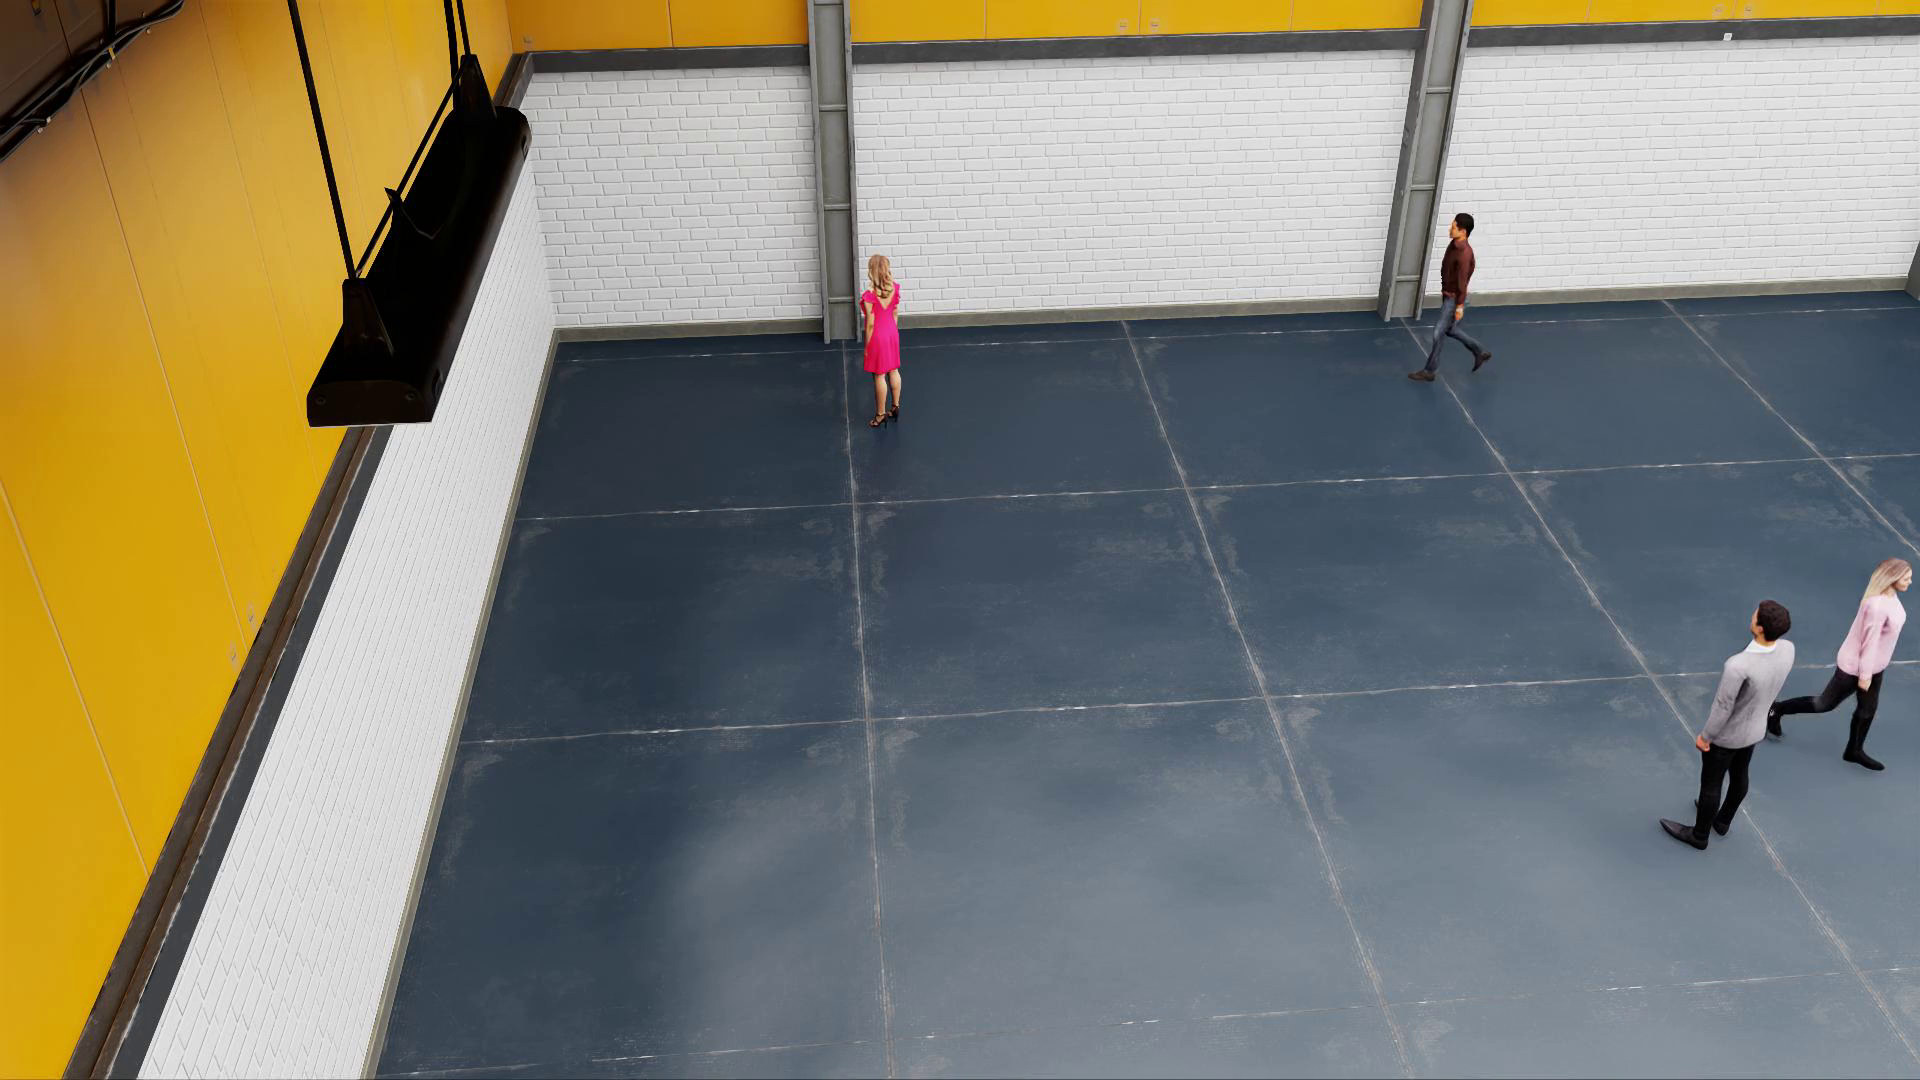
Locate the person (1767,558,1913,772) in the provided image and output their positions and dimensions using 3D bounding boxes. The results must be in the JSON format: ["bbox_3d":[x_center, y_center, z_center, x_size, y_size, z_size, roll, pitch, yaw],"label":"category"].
[{"bbox_3d":[6.155,0.827,11.553,1.098,1.663,1.081,28,43,35],"label":"person"}]

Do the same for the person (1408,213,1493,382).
[{"bbox_3d":[4.911,-2.339,16.231,1.072,1.757,0.729,1,34,1],"label":"person"}]

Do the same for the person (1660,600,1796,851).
[{"bbox_3d":[5.032,1.204,10.752,0.733,1.923,0.888,-16,37,-23],"label":"person"}]

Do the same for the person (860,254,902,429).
[{"bbox_3d":[-0.719,-1.864,15.543,0.649,1.729,0.722,-28,43,-36],"label":"person"}]
